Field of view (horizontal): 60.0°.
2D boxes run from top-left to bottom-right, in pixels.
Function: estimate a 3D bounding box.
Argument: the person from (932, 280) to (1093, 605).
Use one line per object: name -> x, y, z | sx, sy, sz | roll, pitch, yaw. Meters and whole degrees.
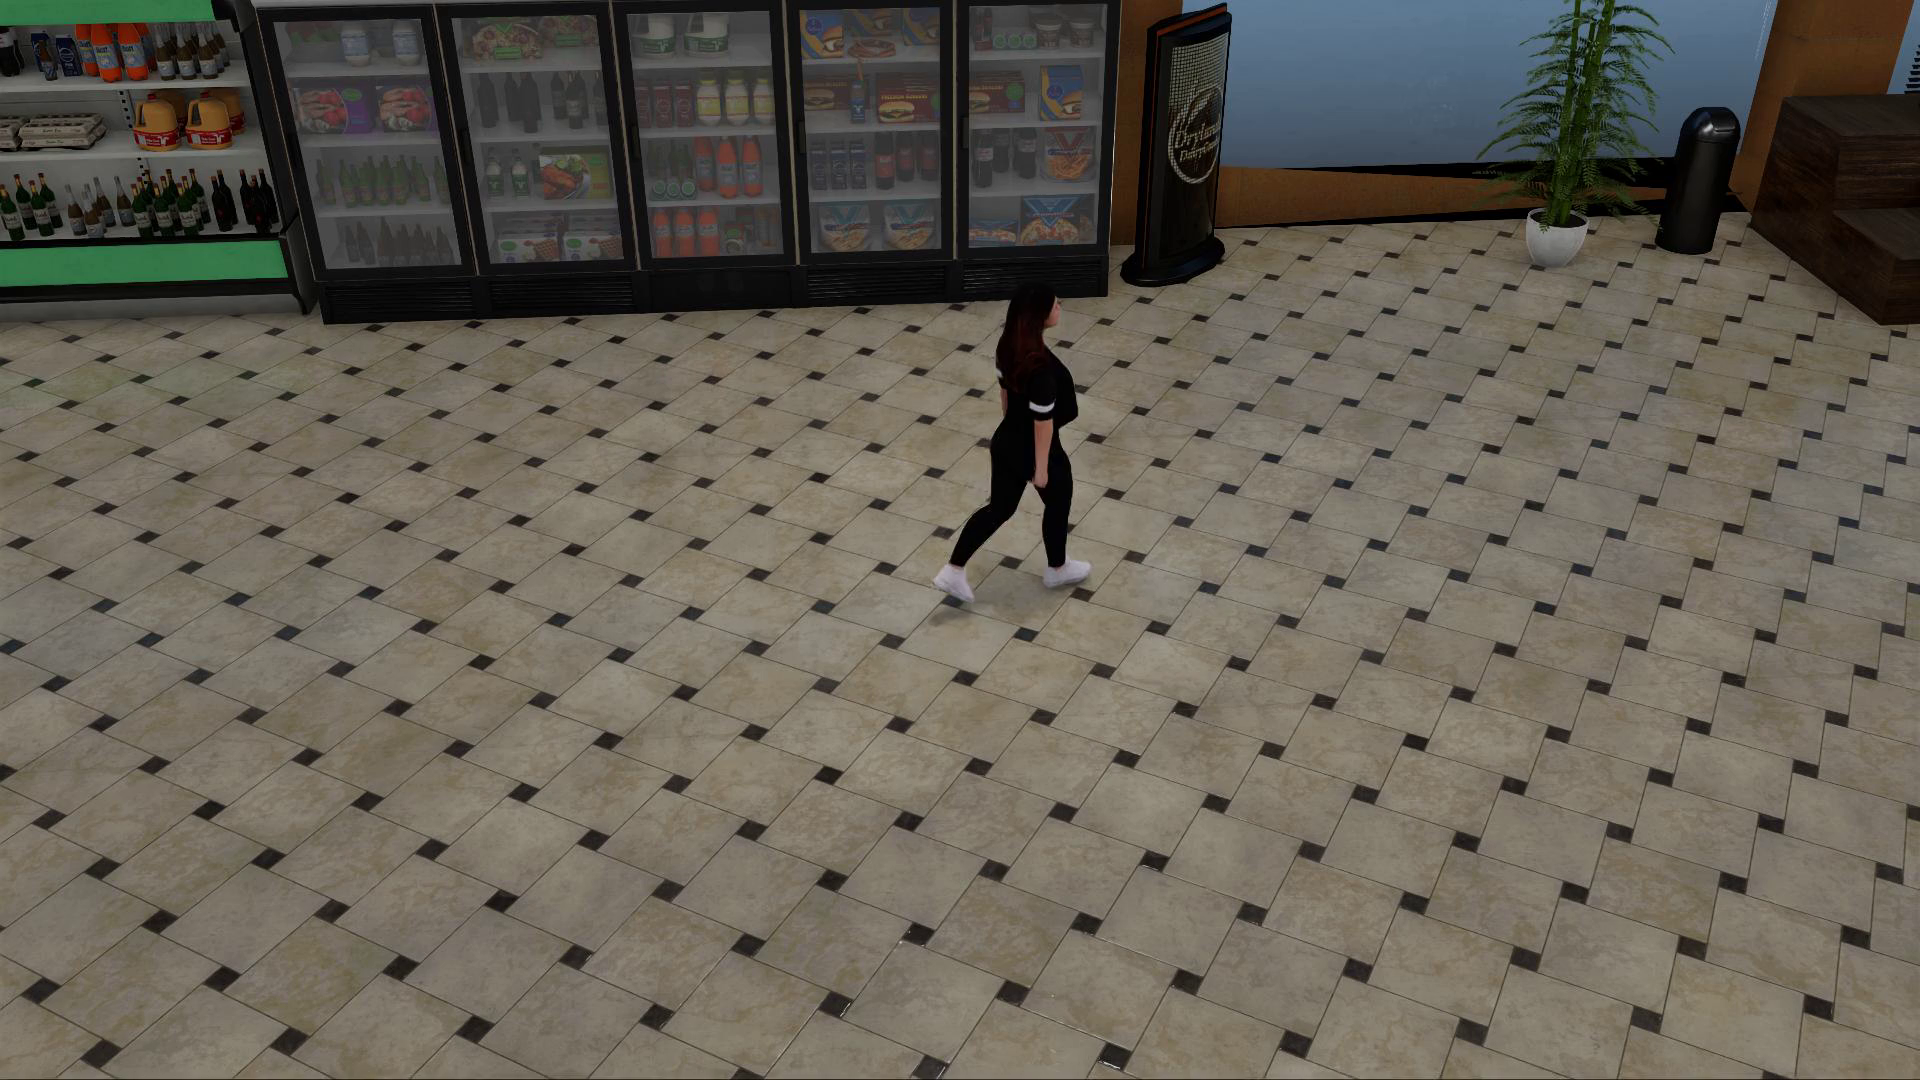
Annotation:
person -> 0.238, -0.397, 7.595 | 1.165, 1.611, 0.886 | -16, 35, -24
